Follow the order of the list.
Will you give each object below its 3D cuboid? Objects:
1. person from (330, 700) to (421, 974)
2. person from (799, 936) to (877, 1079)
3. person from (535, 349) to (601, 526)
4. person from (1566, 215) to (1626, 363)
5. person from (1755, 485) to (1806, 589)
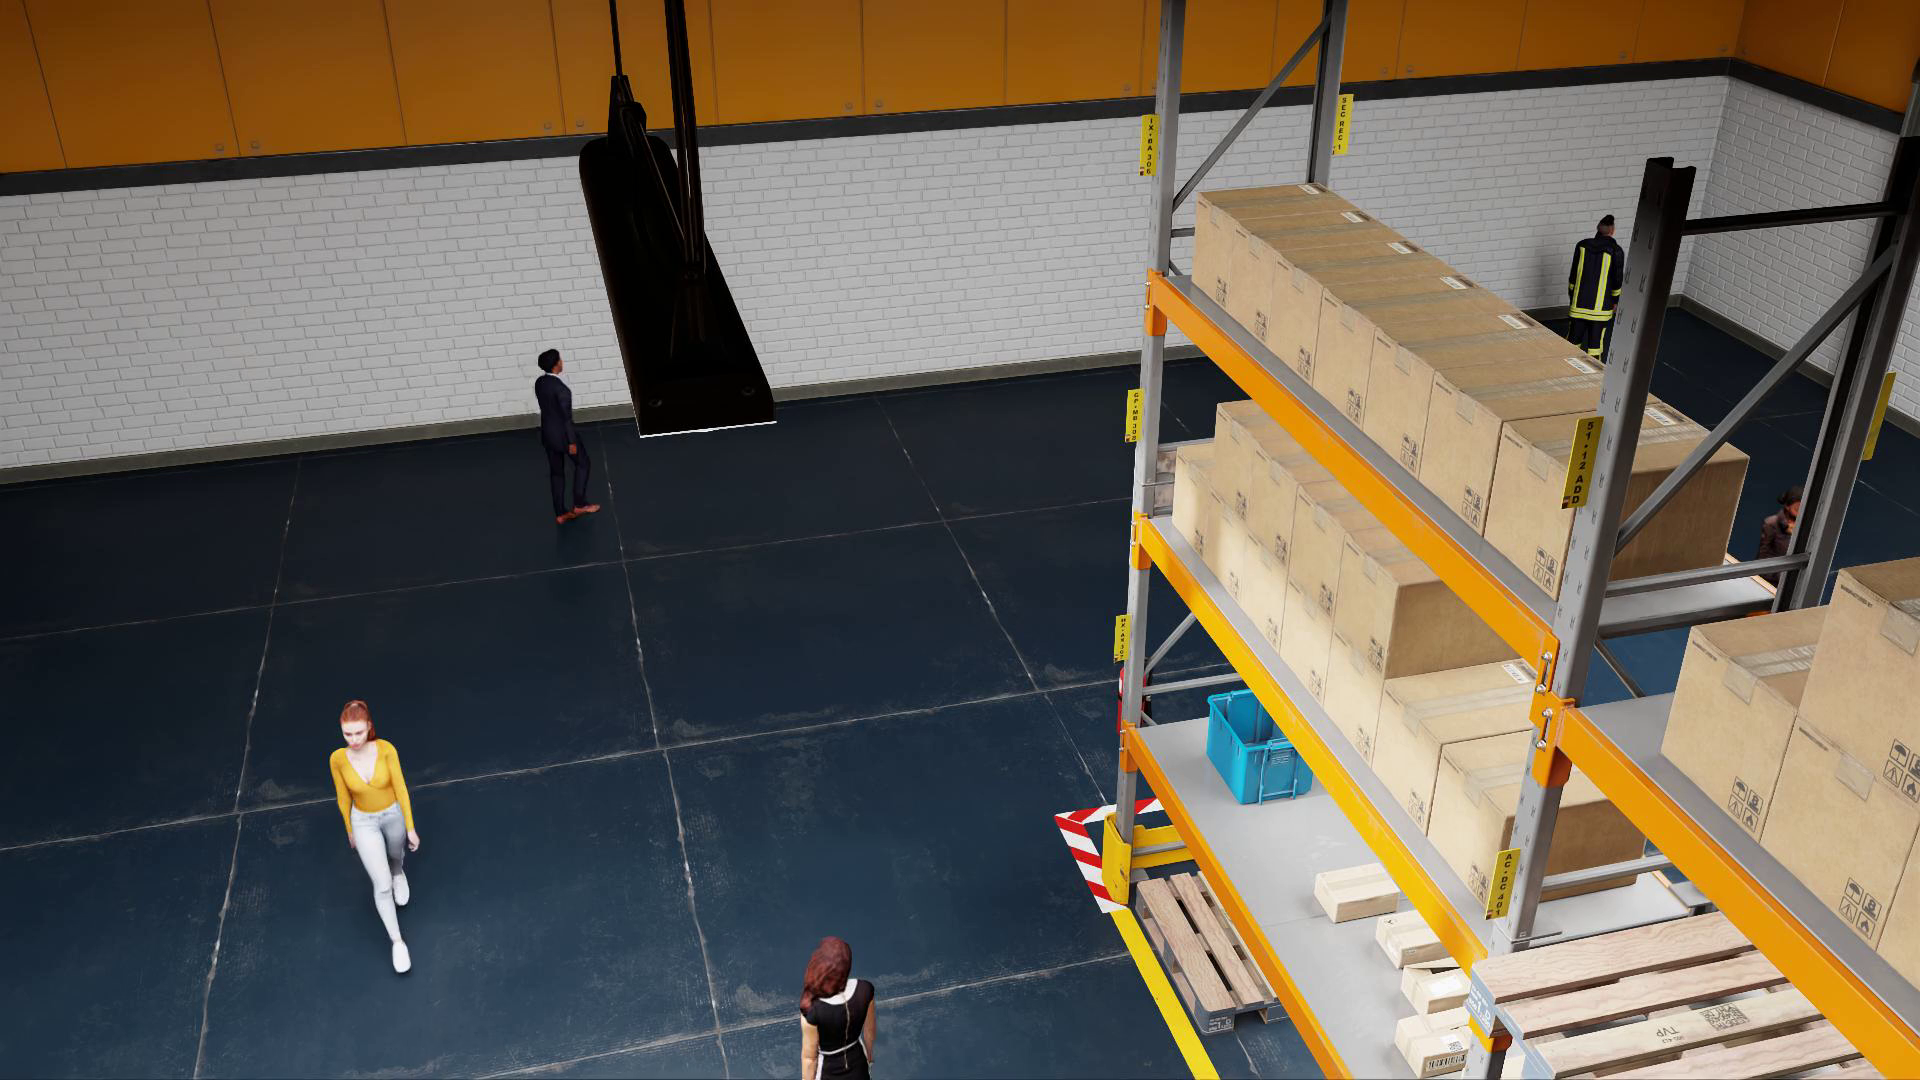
[{"bbox_3d":[-3.636,1.740,10.443,0.719,1.709,1.220,-13,31,-22],"label":"person"},{"bbox_3d":[-0.579,2.795,8.431,0.675,1.784,0.686,-16,32,-27],"label":"person"},{"bbox_3d":[-3.753,-0.916,15.303,0.798,1.718,0.871,21,35,34],"label":"person"},{"bbox_3d":[7.050,-2.743,18.503,0.851,1.861,0.945,22,35,34],"label":"person"},{"bbox_3d":[6.416,0.306,13.121,0.554,1.662,0.622,-8,30,-14],"label":"person"}]
